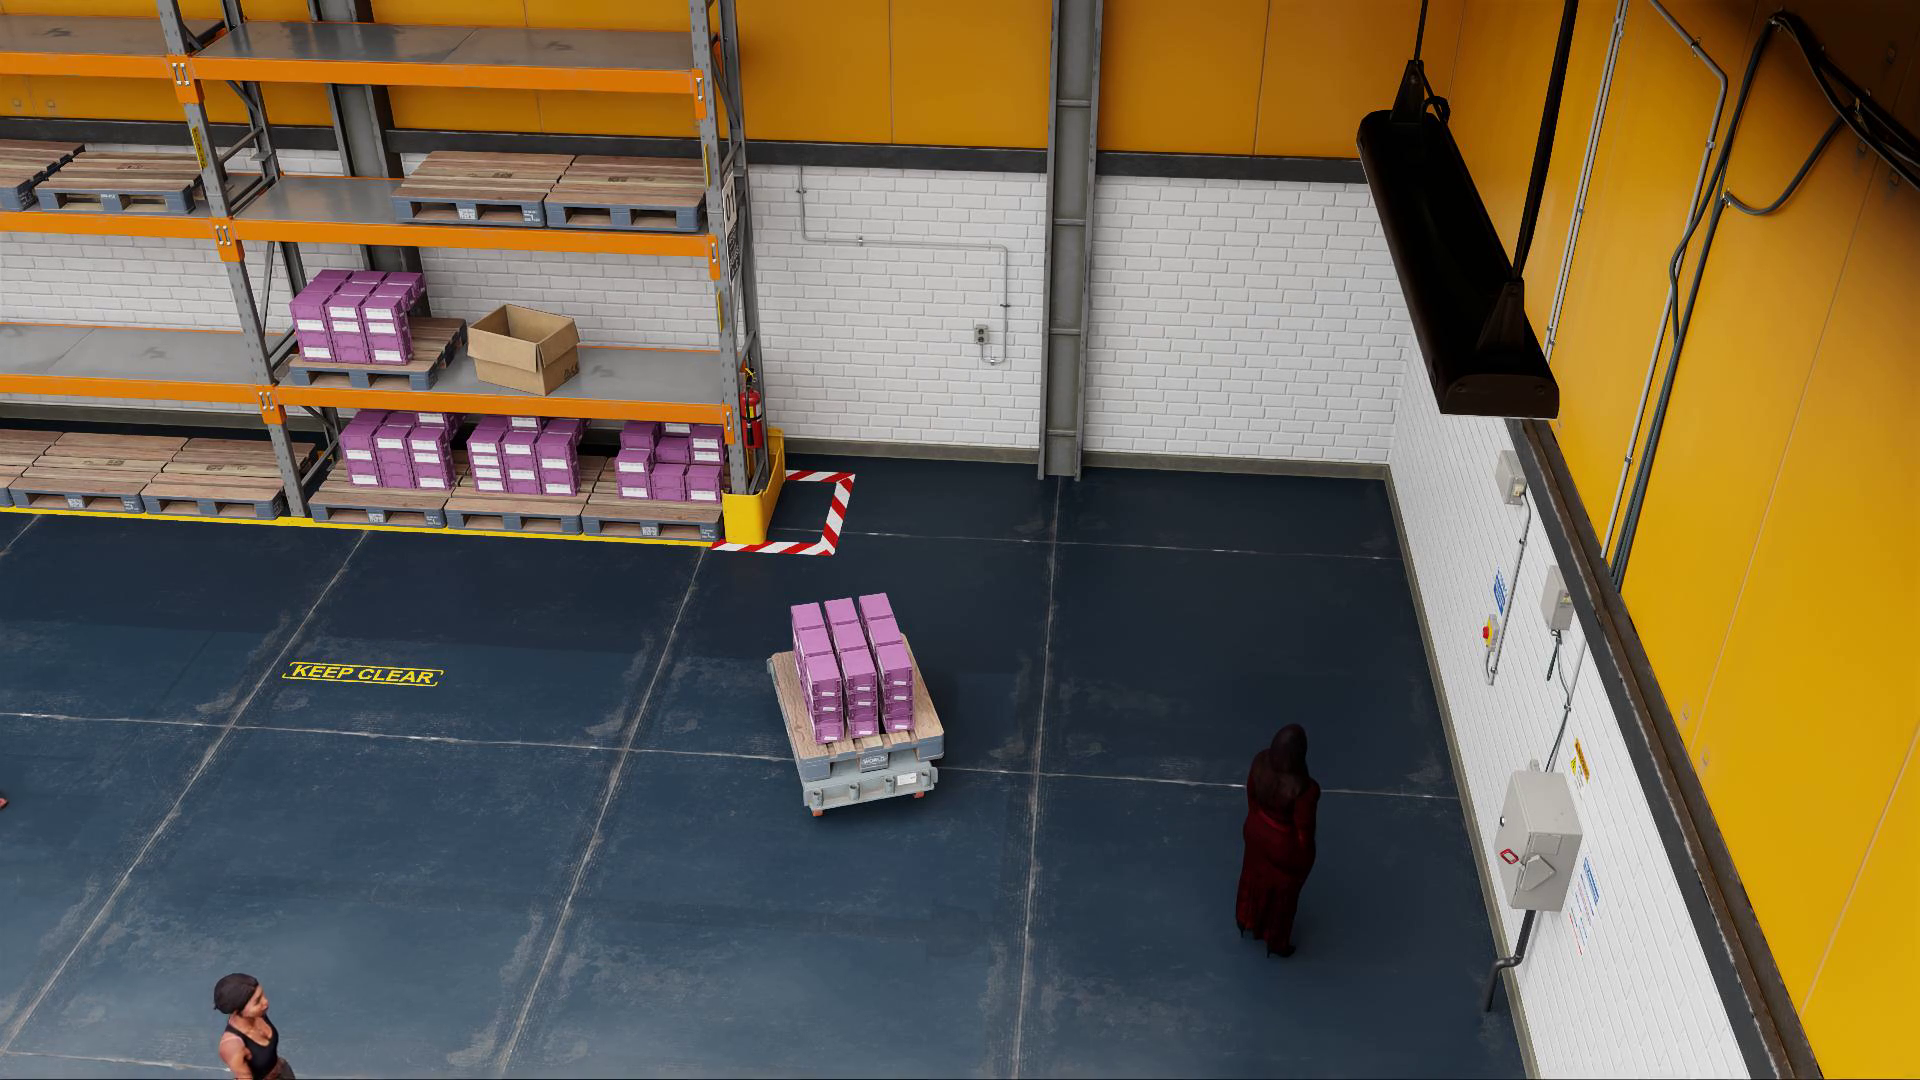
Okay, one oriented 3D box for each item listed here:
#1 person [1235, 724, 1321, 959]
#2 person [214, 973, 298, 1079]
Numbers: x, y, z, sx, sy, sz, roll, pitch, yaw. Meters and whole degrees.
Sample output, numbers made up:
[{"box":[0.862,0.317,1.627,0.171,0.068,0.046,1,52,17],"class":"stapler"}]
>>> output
[{"box":[1.927,1.821,10.101,0.812,1.757,0.761,-23,40,-30],"class":"person"},{"box":[-3.669,2.886,8.576,1.043,1.672,0.585,1,34,1],"class":"person"}]
